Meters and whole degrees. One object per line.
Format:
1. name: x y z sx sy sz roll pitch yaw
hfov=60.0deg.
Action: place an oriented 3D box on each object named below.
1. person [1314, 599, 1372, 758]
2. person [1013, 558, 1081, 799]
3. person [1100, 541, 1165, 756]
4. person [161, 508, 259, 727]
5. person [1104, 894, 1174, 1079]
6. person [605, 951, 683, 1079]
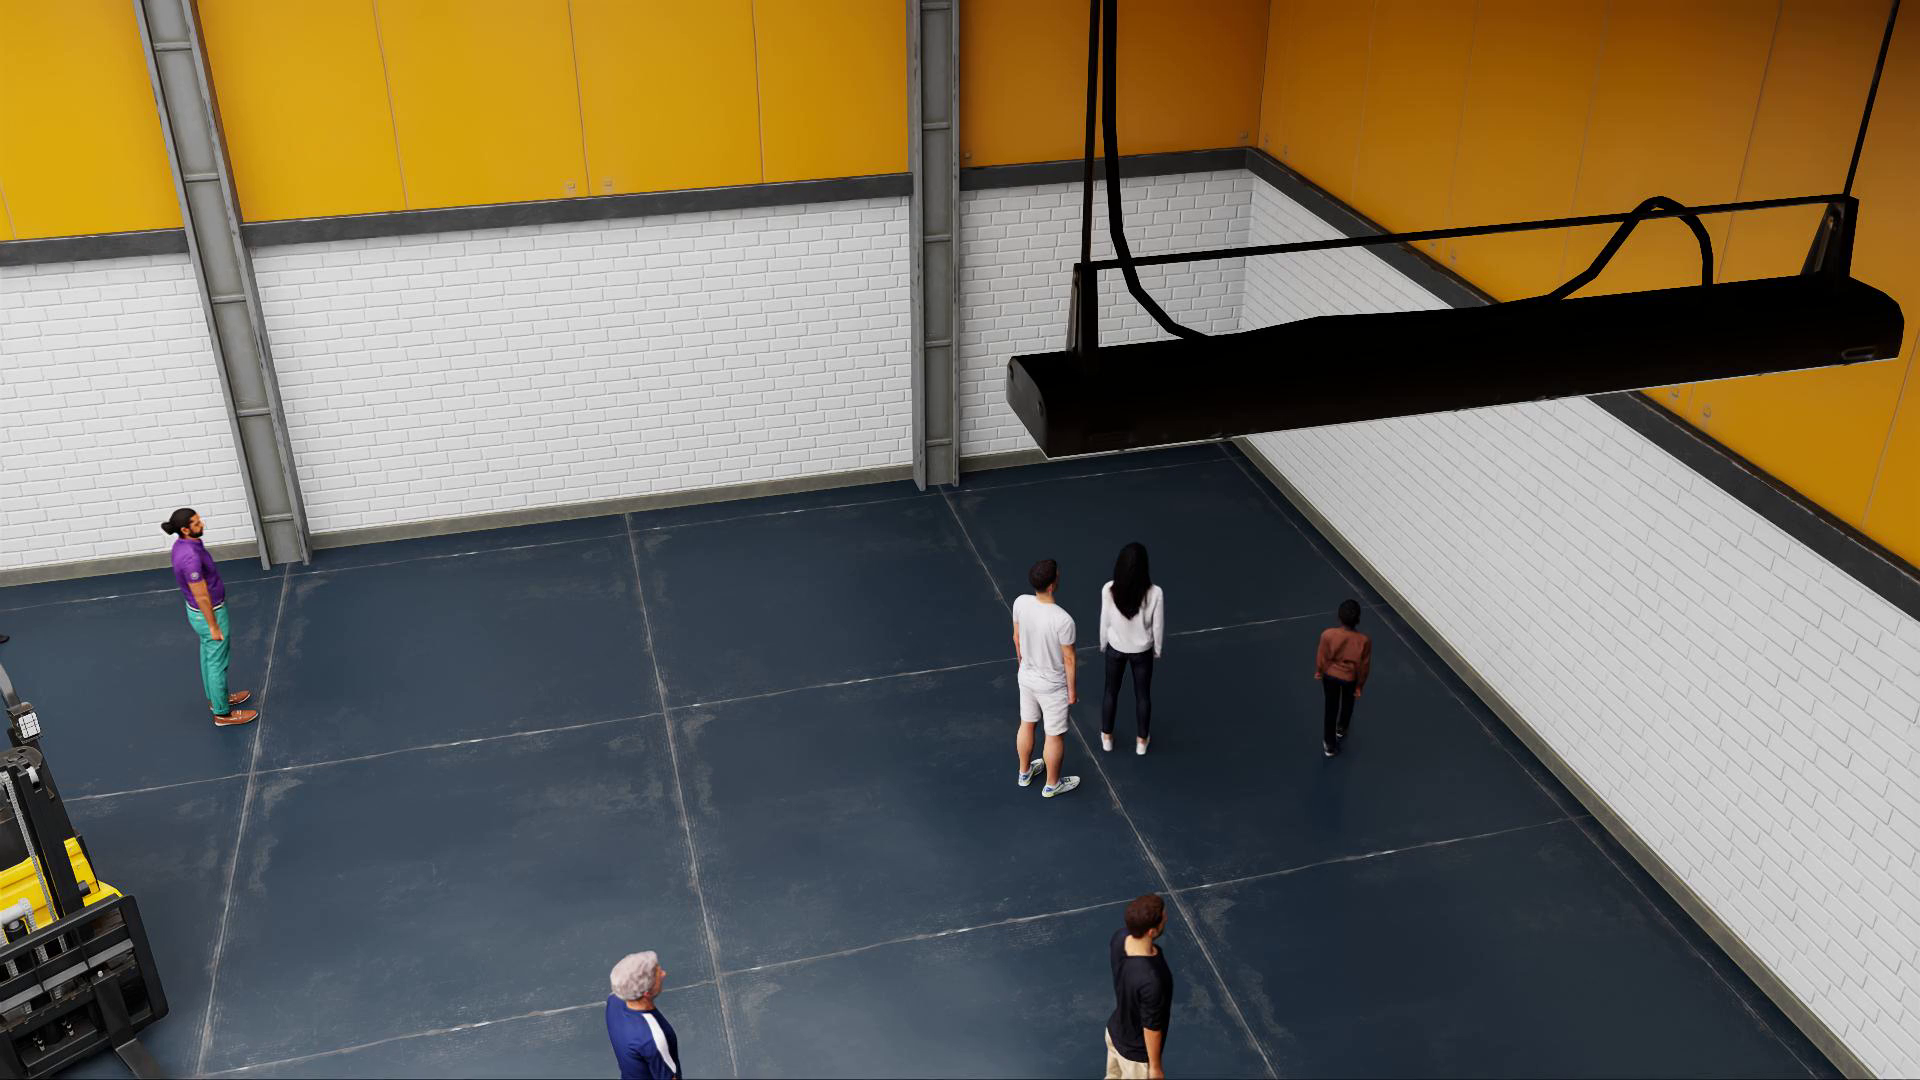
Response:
1. person: 2.758 1.022 12.066 0.717 1.241 0.737 5 29 8
2. person: 0.581 0.951 11.553 0.767 1.856 0.776 23 36 36
3. person: 1.226 0.779 12.033 0.631 1.698 0.752 5 29 10
4. person: -5.617 0.549 12.383 0.631 1.768 0.684 -16 32 -26
5. person: 0.893 2.579 8.574 0.555 1.851 0.639 -9 30 -15
6. person: -1.529 2.767 8.242 0.708 1.838 0.718 -23 36 -35
